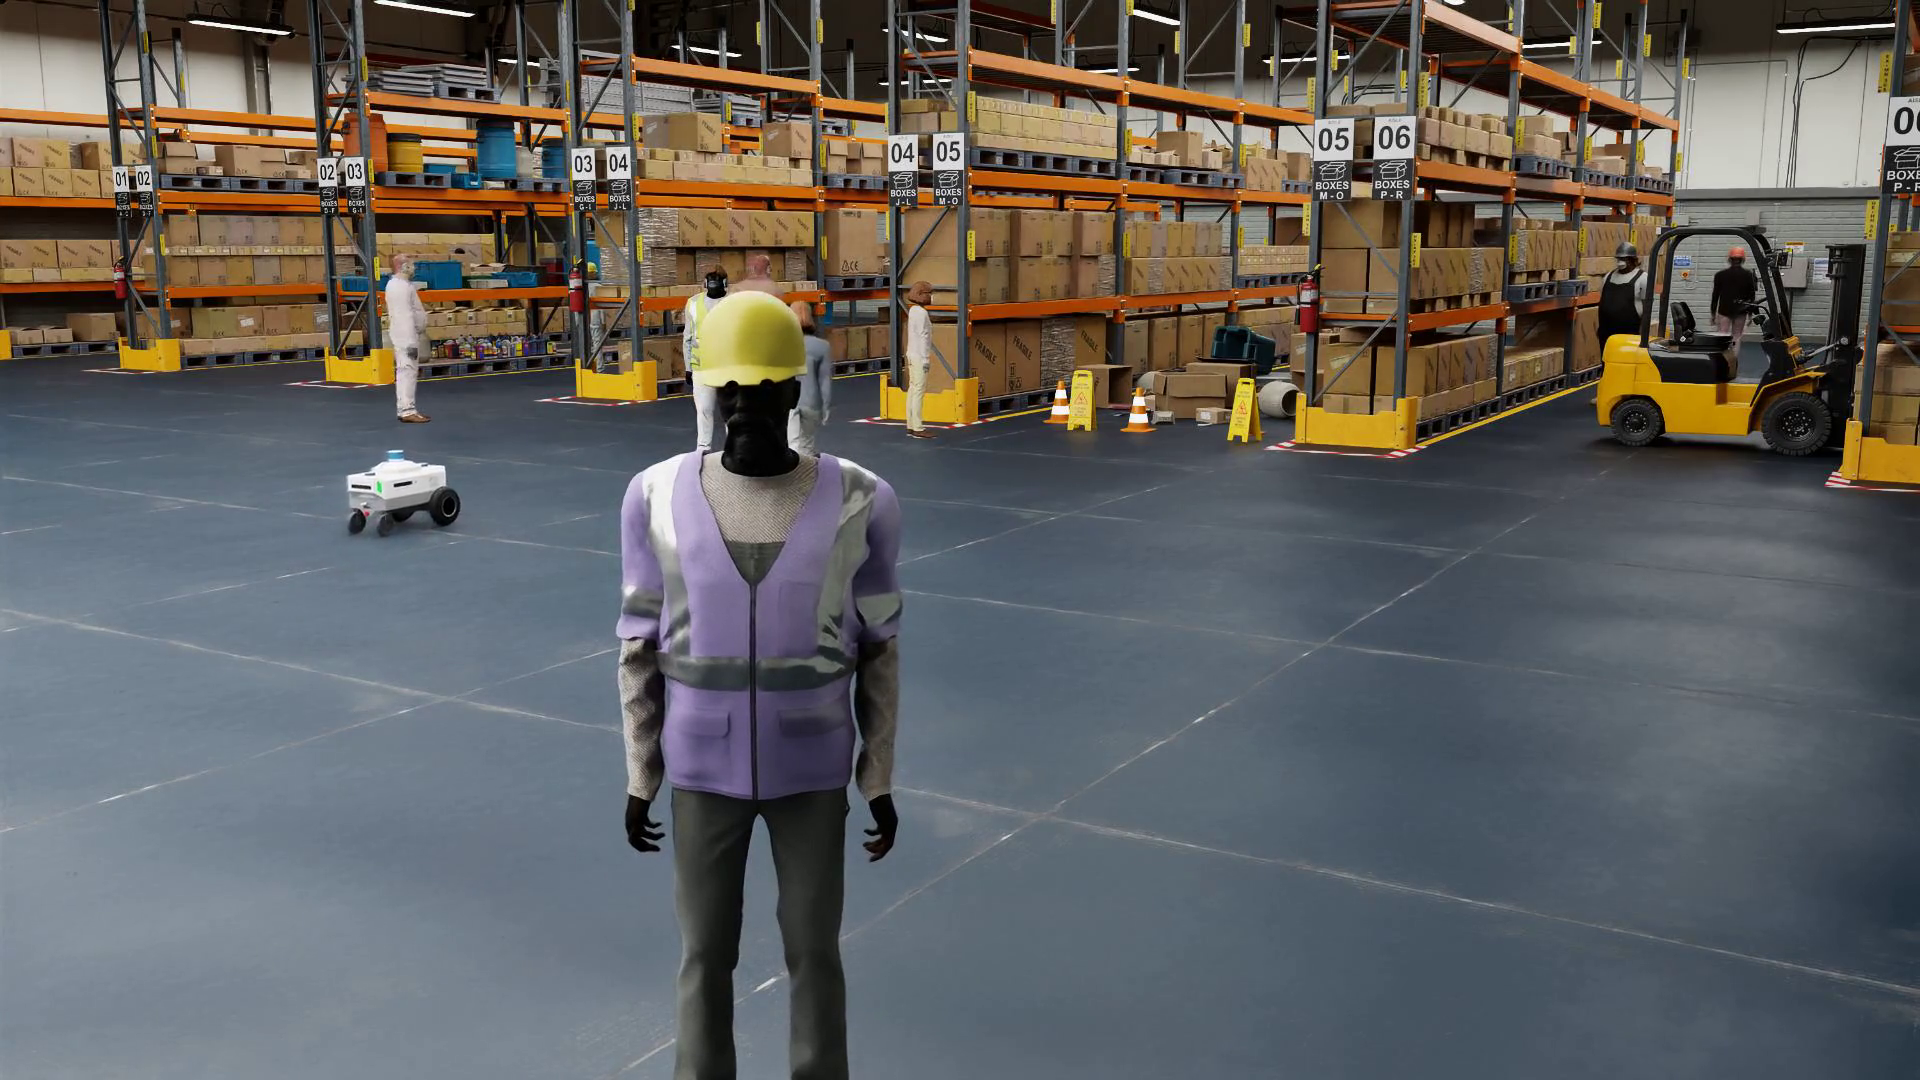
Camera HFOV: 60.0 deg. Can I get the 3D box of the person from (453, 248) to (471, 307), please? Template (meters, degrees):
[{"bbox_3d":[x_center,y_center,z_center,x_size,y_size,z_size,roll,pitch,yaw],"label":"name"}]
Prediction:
[{"bbox_3d":[-10.496,-5.187,35.078,0.594,1.921,0.388,7,12,35],"label":"person"}]

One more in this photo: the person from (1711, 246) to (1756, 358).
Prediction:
[{"bbox_3d":[11.815,-3.496,25.420,0.610,1.982,0.557,5,11,25],"label":"person"}]

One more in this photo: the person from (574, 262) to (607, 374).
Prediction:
[{"bbox_3d":[-5.478,-3.244,24.709,0.483,1.738,0.313,2,10,10],"label":"person"}]

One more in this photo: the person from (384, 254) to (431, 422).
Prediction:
[{"bbox_3d":[-6.270,-2.274,18.852,0.402,1.896,0.702,-5,11,-28],"label":"person"}]

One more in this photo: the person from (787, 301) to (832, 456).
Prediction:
[{"bbox_3d":[-1.228,-1.008,12.596,0.514,1.588,0.853,-3,11,-18],"label":"person"}]

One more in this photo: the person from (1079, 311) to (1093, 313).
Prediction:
[{"bbox_3d":[1.963,-3.656,26.781,0.591,1.811,0.832,7,12,33],"label":"person"}]

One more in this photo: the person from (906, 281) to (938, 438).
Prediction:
[{"bbox_3d":[-0.413,-1.881,17.364,0.286,1.633,0.501,-3,10,-14],"label":"person"}]

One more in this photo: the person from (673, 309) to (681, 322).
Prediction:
[{"bbox_3d":[-4.154,-3.551,25.944,0.651,1.899,0.909,4,11,20],"label":"person"}]

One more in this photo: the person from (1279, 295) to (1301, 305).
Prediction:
[{"bbox_3d":[6.838,-5.112,34.684,0.825,1.907,0.657,7,12,35],"label":"person"}]

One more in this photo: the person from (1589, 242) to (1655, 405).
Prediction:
[{"bbox_3d":[8.208,-2.677,20.685,0.535,2.000,0.673,-8,13,-39],"label":"person"}]

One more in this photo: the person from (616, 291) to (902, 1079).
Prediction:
[{"bbox_3d":[-0.409,0.458,3.436,0.584,1.928,0.372,0,10,-3],"label":"person"}]

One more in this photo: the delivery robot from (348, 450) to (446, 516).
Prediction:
[{"bbox_3d":[-3.987,-0.393,11.788,0.477,0.478,0.707,5,11,24],"label":"delivery robot"}]

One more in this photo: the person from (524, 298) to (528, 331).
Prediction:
[{"bbox_3d":[-9.316,-5.385,36.423,0.793,1.842,0.561,-10,14,-44],"label":"person"}]

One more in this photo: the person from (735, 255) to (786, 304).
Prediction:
[{"bbox_3d":[-2.214,-2.294,18.985,0.646,1.891,0.503,6,12,29],"label":"person"}]

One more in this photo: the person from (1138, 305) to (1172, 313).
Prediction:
[{"bbox_3d":[3.383,-4.089,28.966,0.653,1.906,0.408,7,12,33],"label":"person"}]

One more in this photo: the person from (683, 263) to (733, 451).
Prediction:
[{"bbox_3d":[-2.167,-1.532,14.821,0.626,1.846,0.429,1,10,6],"label":"person"}]
